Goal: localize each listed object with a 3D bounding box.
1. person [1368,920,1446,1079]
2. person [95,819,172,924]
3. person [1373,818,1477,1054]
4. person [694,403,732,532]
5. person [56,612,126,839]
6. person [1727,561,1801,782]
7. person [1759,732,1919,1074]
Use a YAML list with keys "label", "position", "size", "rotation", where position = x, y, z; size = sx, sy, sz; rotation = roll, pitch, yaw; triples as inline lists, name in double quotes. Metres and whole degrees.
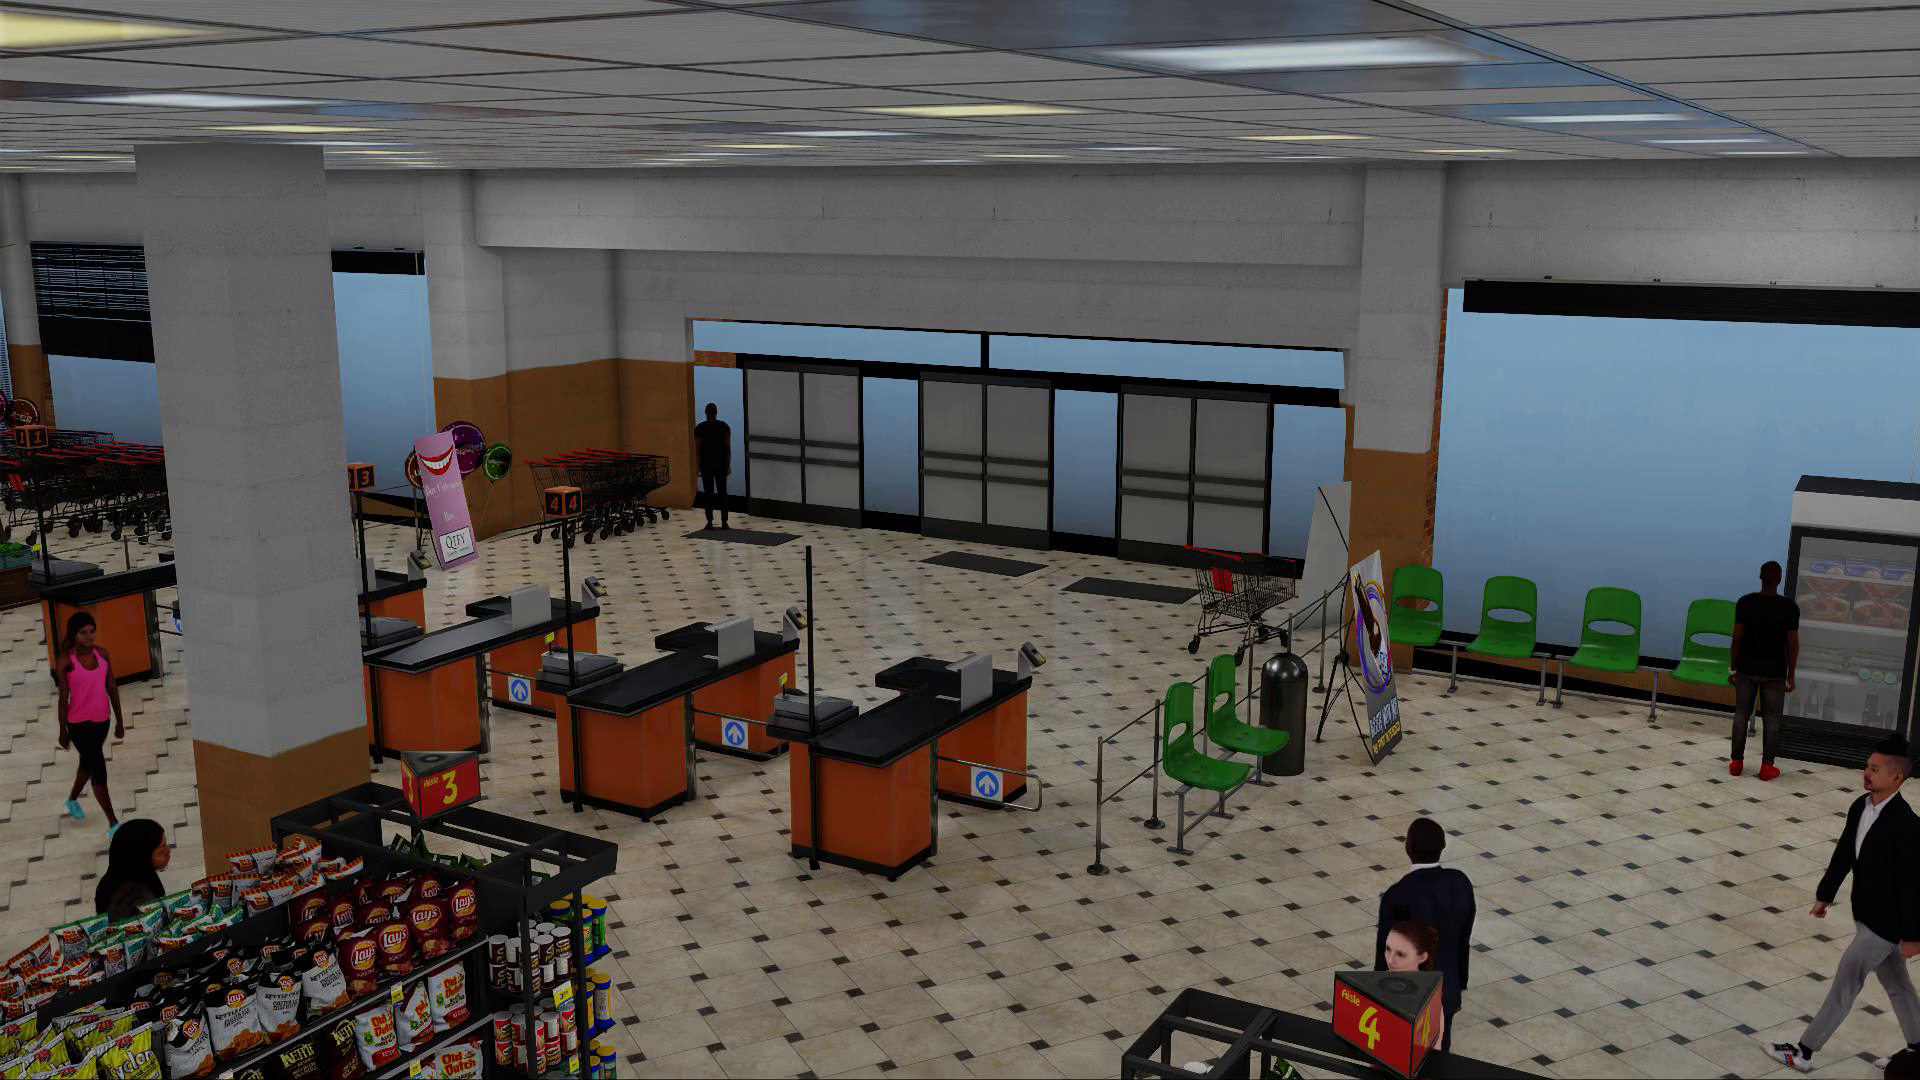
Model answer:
- label: "person"
  position: [1.960, 2.423, 7.211]
  size: [0.750, 1.743, 0.718]
  rotation: [-8, 14, -32]
- label: "person"
  position: [-4.008, 2.253, 7.919]
  size: [1.244, 1.784, 0.931]
  rotation: [-10, 15, -39]
- label: "person"
  position: [2.210, 2.211, 8.026]
  size: [0.763, 1.824, 0.846]
  rotation: [-4, 13, -20]
- label: "person"
  position: [-3.468, -1.032, 23.435]
  size: [0.742, 1.819, 0.795]
  rotation: [-3, 12, -13]
- label: "person"
  position: [-6.532, 1.367, 12.396]
  size: [0.671, 1.674, 1.112]
  rotation: [8, 14, 34]
- label: "person"
  position: [6.534, 1.053, 13.570]
  size: [0.654, 1.805, 0.515]
  rotation: [7, 14, 31]
- label: "person"
  position: [5.012, 1.992, 8.882]
  size: [1.140, 1.899, 1.257]
  rotation: [1, 12, 3]
